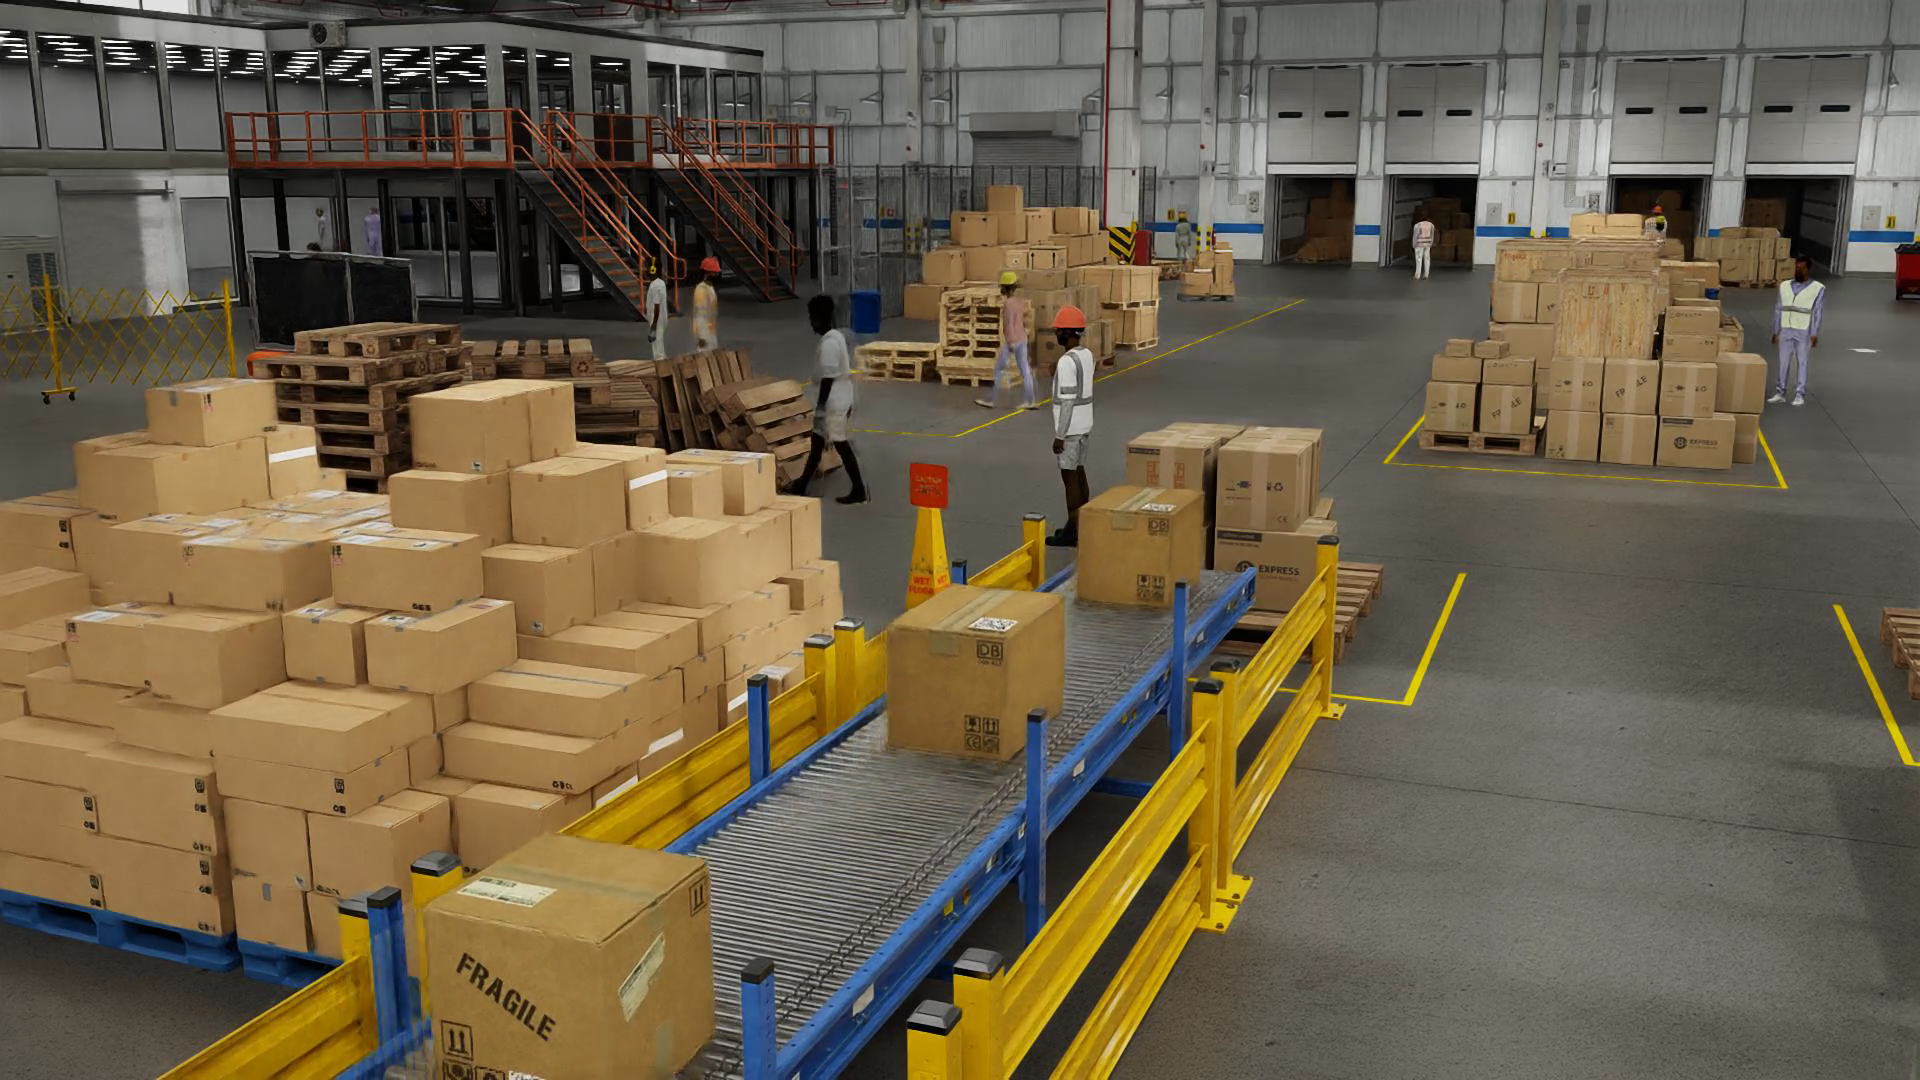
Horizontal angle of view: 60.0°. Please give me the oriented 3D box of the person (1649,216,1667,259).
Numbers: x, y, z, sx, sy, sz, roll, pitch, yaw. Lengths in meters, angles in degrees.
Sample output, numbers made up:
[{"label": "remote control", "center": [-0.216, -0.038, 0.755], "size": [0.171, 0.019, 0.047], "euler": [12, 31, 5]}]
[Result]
[{"label": "person", "center": [17.176, -7.030, 41.003], "size": [1.008, 1.871, 0.612], "euler": [12, 17, 42]}]

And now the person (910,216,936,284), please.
[{"label": "person", "center": [-0.840, -7.272, 42.122], "size": [0.790, 1.861, 0.583], "euler": [-1, 13, -6]}]

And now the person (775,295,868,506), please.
[{"label": "person", "center": [-1.272, -1.236, 14.922], "size": [0.958, 1.908, 0.656], "euler": [0, 13, 1]}]

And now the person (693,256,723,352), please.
[{"label": "person", "center": [-3.330, -2.693, 21.468], "size": [0.615, 1.919, 0.541], "euler": [2, 13, 7]}]

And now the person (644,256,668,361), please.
[{"label": "person", "center": [-4.074, -2.847, 22.232], "size": [0.328, 1.877, 0.512], "euler": [0, 13, -2]}]

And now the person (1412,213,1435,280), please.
[{"label": "person", "center": [12.690, -8.058, 45.681], "size": [0.624, 1.845, 0.430], "euler": [-3, 13, -15]}]

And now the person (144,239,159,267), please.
[{"label": "person", "center": [-17.741, -5.940, 36.701], "size": [0.499, 1.601, 0.791], "euler": [0, 13, 0]}]

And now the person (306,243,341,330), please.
[{"label": "person", "center": [-10.579, -4.025, 27.651], "size": [0.810, 1.823, 0.513], "euler": [-2, 13, -7]}]

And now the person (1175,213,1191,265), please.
[{"label": "person", "center": [6.728, -9.002, 50.170], "size": [0.496, 1.724, 0.484], "euler": [-1, 13, -4]}]

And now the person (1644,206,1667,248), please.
[{"label": "person", "center": [19.862, -8.552, 47.559], "size": [0.612, 1.990, 0.392], "euler": [1, 13, 5]}]

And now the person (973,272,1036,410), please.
[{"label": "person", "center": [0.588, -2.509, 21.038], "size": [0.849, 1.730, 0.539], "euler": [6, 14, 25]}]

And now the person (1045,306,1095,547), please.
[{"label": "person", "center": [0.880, -0.913, 13.413], "size": [0.359, 1.938, 0.547], "euler": [5, 14, 21]}]

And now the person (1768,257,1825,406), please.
[{"label": "person", "center": [10.774, -2.687, 21.457], "size": [0.461, 1.906, 0.615], "euler": [-10, 16, -37]}]
